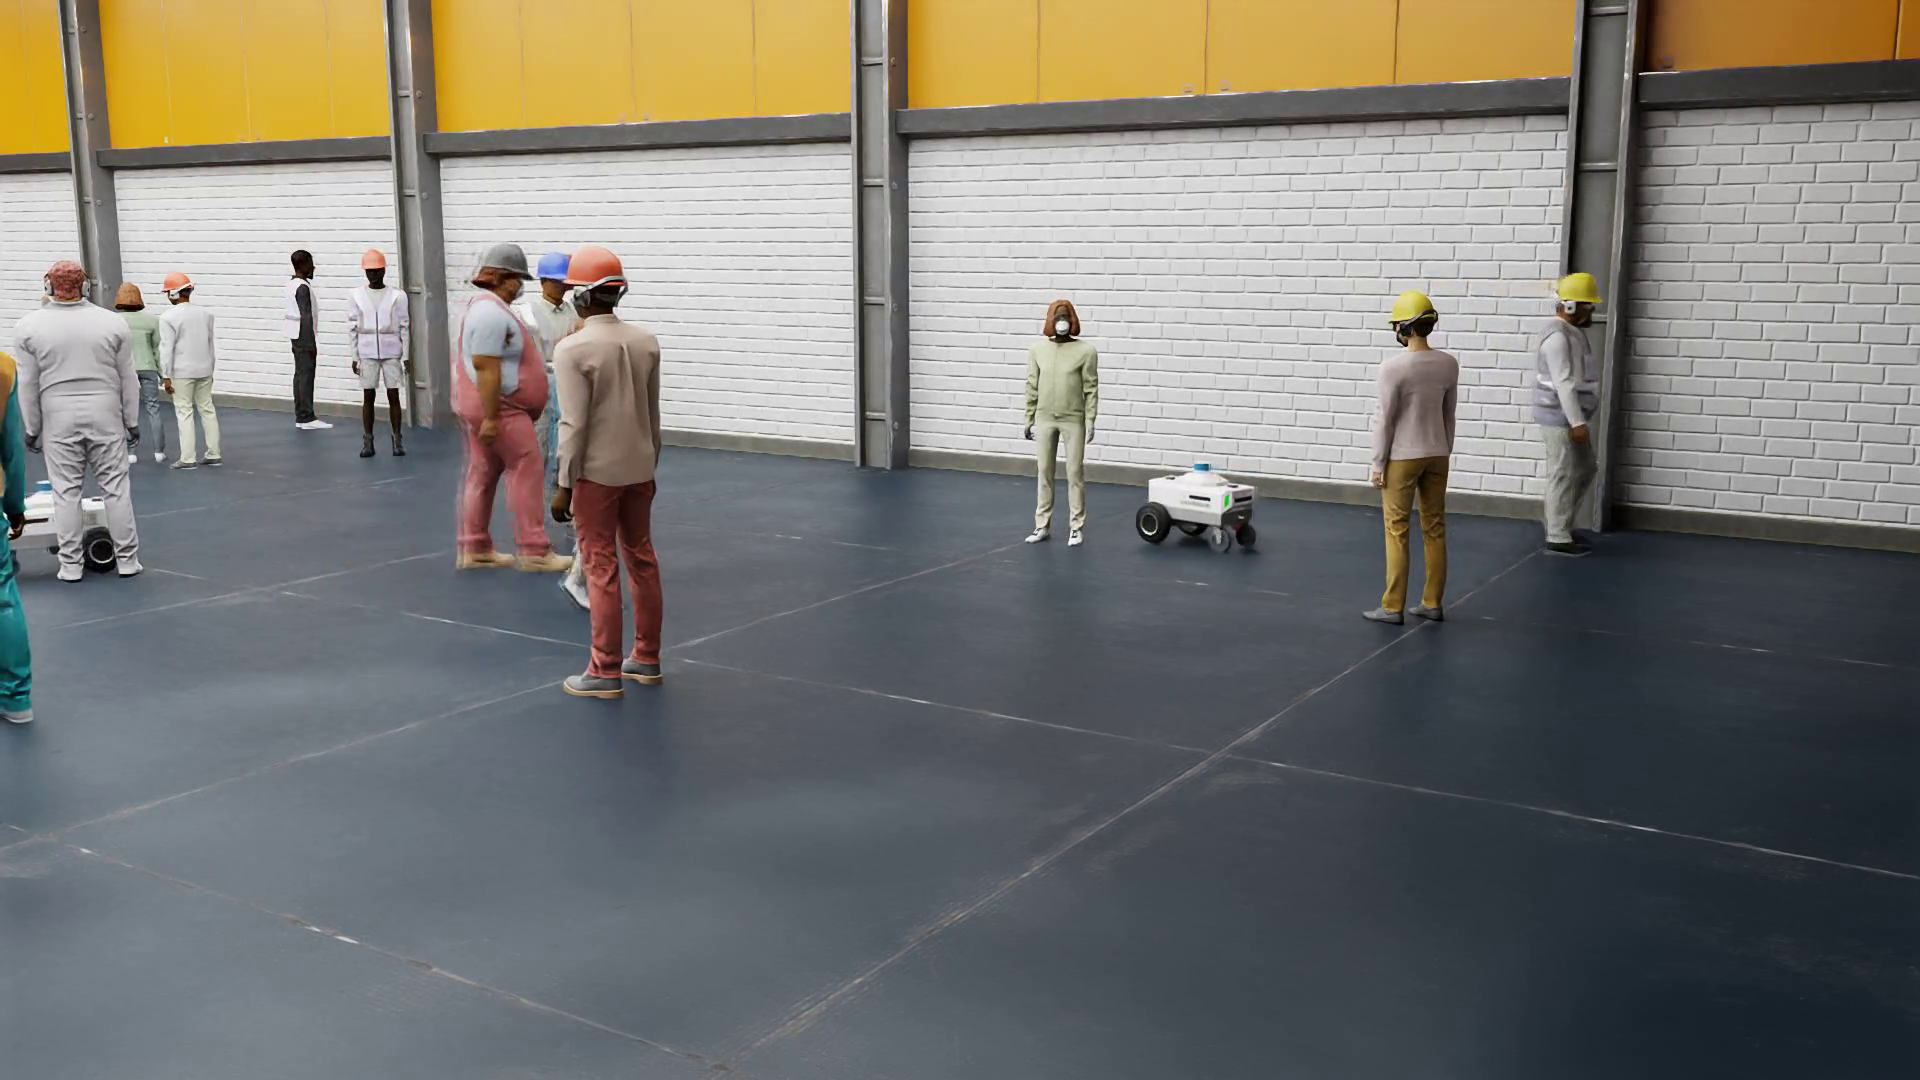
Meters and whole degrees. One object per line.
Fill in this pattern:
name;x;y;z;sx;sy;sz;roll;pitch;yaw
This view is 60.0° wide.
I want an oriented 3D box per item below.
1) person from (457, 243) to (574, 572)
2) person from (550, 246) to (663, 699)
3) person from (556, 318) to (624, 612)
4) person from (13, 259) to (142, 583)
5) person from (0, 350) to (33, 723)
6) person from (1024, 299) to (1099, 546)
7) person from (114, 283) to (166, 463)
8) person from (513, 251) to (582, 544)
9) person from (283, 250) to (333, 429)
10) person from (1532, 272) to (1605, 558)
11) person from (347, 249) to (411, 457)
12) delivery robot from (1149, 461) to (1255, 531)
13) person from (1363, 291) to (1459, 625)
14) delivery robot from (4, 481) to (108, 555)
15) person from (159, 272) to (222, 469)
person;-2.725;-0.824;10.194;0.781;2.000;0.691;-4;11;-22
person;-1.570;-0.296;7.392;0.379;1.996;0.608;6;12;32
person;-1.950;-0.394;8.938;0.383;1.621;0.543;3;11;18
person;-5.217;-0.701;9.882;0.636;1.911;0.406;-6;12;-29
person;-4.108;-0.146;6.807;0.383;1.911;0.592;7;12;34
person;0.667;-0.778;11.062;0.507;1.634;0.274;4;11;22
person;-7.515;-1.517;15.167;0.500;1.633;0.280;-8;13;-37
person;-2.673;-0.921;10.991;0.604;1.949;0.391;-9;13;-40
person;-7.057;-2.150;17.891;0.390;1.916;0.591;-7;12;-33
person;3.898;-0.794;10.653;0.439;1.817;0.602;7;13;35
person;-5.425;-1.741;15.561;0.546;1.939;0.375;-3;11;-14
delivery robot;1.601;-0.280;11.042;0.477;0.478;0.707;-10;14;-43
person;2.377;-0.425;8.781;0.524;1.761;0.339;-5;11;-24
delivery robot;-5.543;-0.120;10.152;0.707;0.478;0.477;-7;12;-32
person;-6.872;-1.503;14.782;0.349;1.744;0.568;5;11;24
